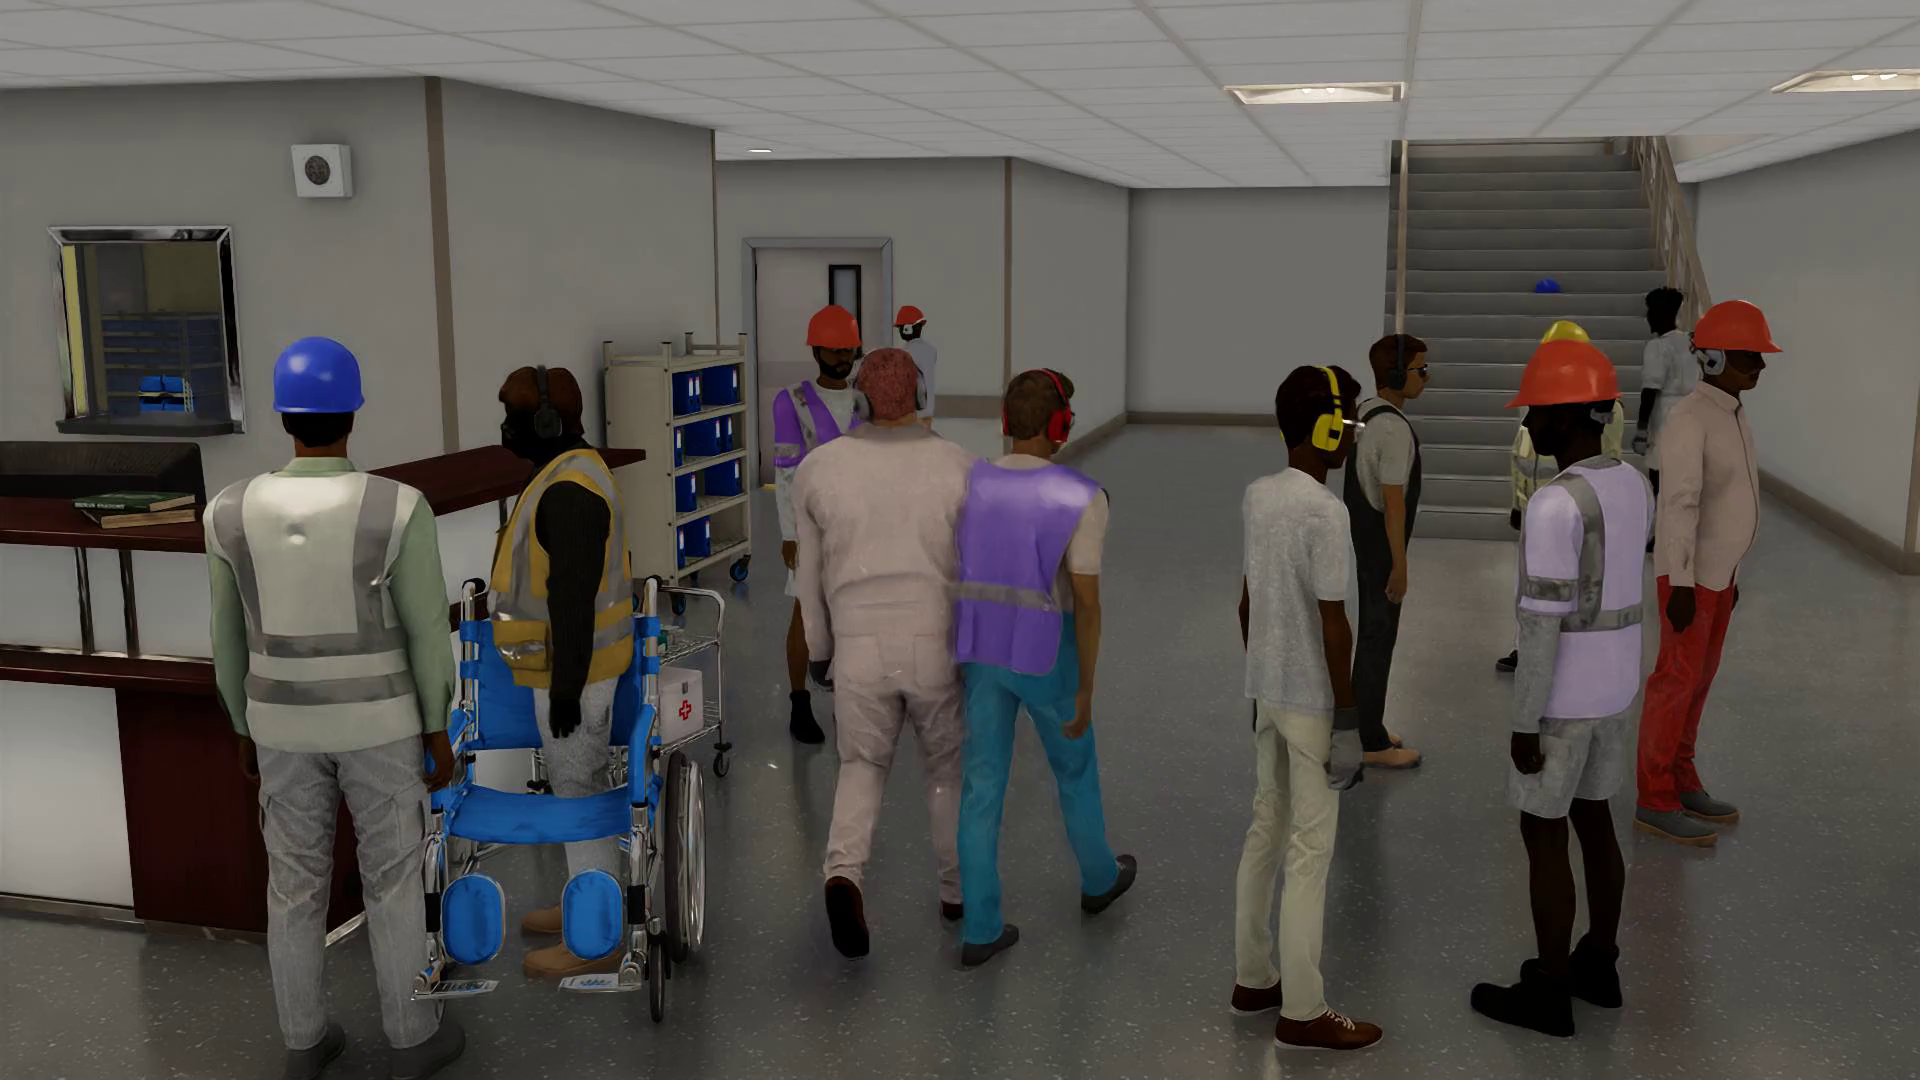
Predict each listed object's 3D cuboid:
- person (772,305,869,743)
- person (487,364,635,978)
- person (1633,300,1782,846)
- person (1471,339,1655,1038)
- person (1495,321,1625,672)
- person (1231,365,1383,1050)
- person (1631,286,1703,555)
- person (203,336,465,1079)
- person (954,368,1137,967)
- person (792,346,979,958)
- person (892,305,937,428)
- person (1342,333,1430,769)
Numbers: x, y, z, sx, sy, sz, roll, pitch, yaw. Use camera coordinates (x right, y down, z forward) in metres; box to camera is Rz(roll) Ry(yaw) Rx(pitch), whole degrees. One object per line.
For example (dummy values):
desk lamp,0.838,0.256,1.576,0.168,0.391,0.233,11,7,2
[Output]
person,-0.563,-0.073,7.438,0.543,1.939,0.370,-6,11,-33
person,-1.208,0.386,5.063,0.429,1.835,0.627,-3,10,-16
person,2.769,0.116,6.164,0.396,1.991,0.623,8,12,39
person,1.672,0.411,4.634,0.550,1.928,0.389,-9,13,-42
person,3.037,-0.190,8.444,0.404,1.832,0.592,-6,12,-34
person,0.948,0.457,4.548,0.329,1.864,0.508,-4,10,-20
person,5.095,-0.842,11.938,0.627,1.943,0.489,-9,13,-43
person,-1.586,0.462,4.255,0.606,1.951,0.379,0,10,1
person,0.258,0.369,5.242,0.571,1.808,0.901,5,11,28
person,-0.194,0.343,5.184,0.661,1.876,0.722,1,10,3
person,-0.403,-1.104,14.061,0.347,1.746,0.573,4,11,24
person,1.781,0.054,7.002,0.352,1.842,0.508,0,10,-2
